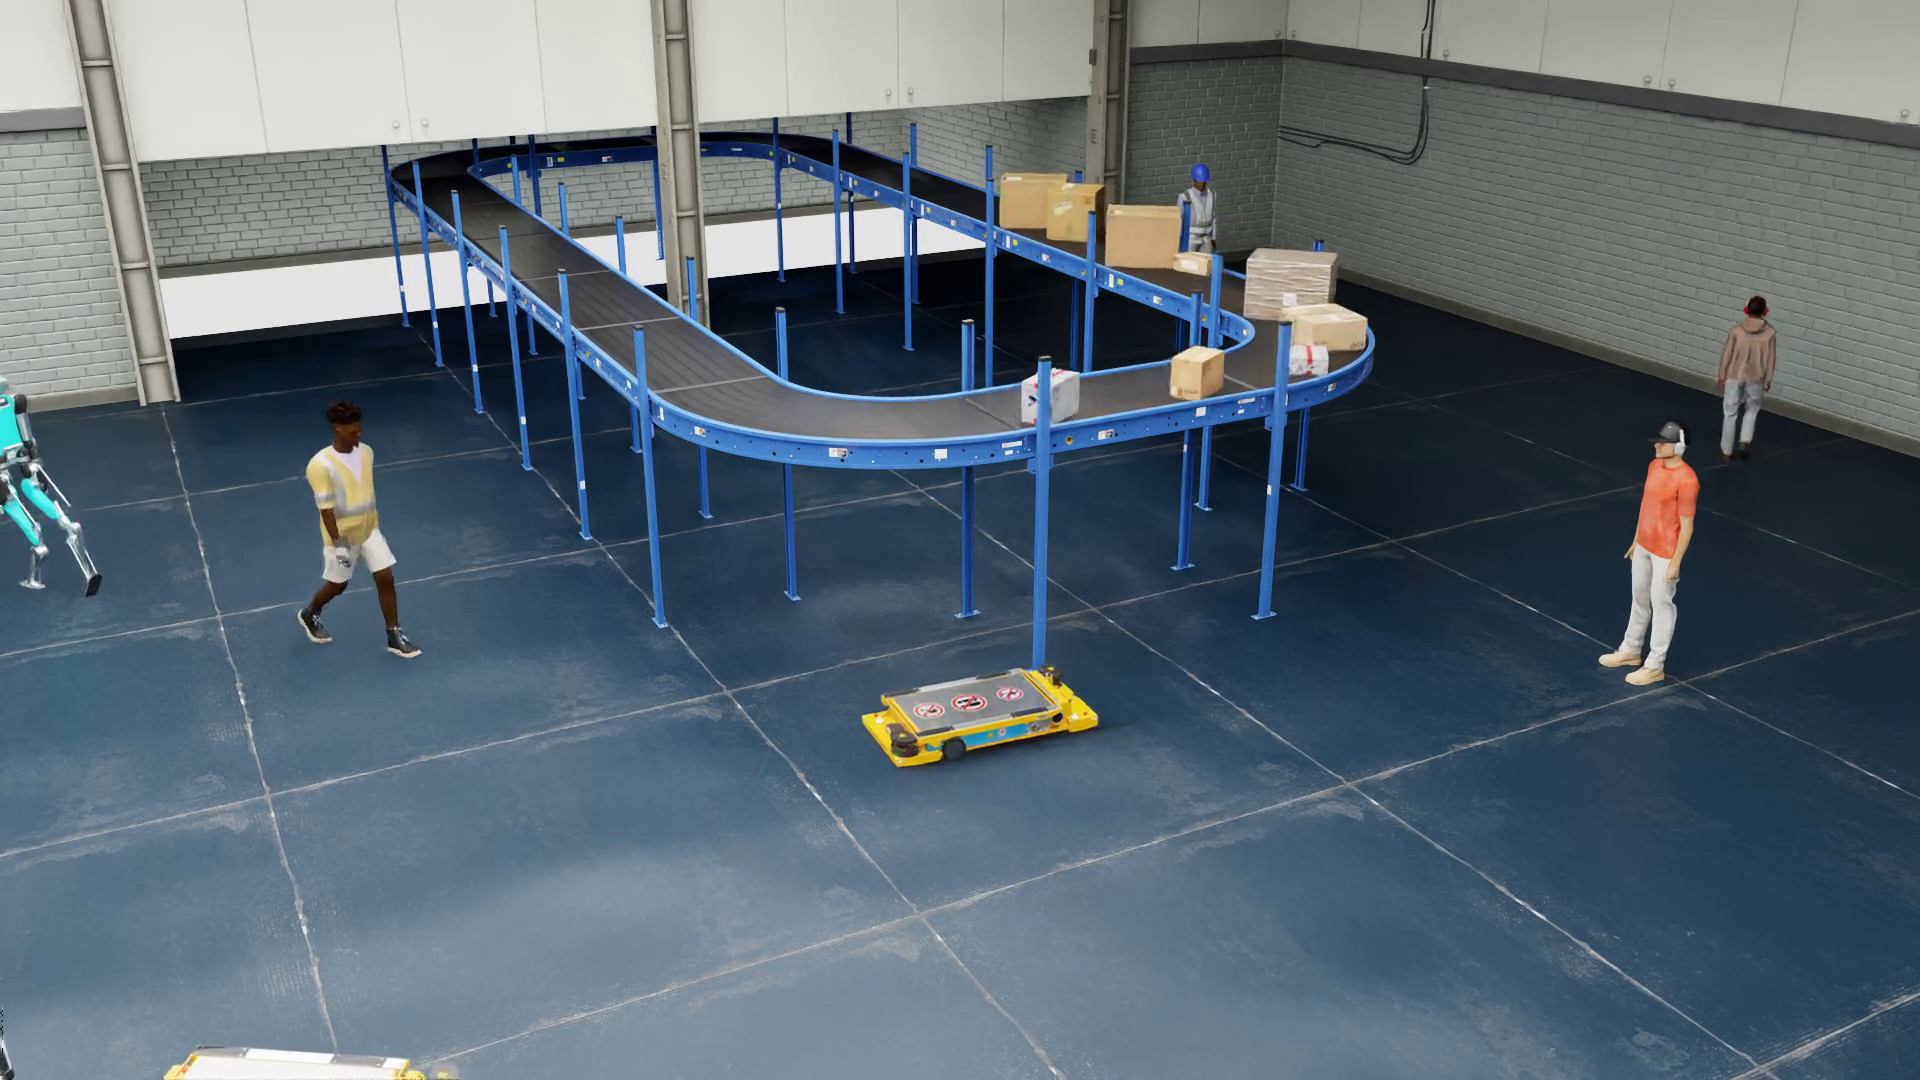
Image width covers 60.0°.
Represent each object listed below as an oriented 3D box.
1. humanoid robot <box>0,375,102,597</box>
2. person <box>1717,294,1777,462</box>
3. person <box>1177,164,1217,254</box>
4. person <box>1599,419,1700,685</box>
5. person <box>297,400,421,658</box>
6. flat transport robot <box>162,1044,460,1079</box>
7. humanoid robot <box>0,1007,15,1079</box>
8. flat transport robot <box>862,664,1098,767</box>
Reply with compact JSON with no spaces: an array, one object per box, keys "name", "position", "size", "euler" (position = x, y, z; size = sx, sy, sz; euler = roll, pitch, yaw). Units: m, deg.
[{"name":"humanoid robot","position":[-7.102,-0.372,12.864],"size":[0.988,1.757,0.546],"euler":[10,24,23]},{"name":"person","position":[7.455,-1.530,15.810],"size":[0.484,1.640,0.385],"euler":[7,23,17]},{"name":"person","position":[2.995,-3.798,21.057],"size":[0.615,1.933,0.414],"euler":[-12,25,-28]},{"name":"person","position":[4.797,0.081,11.489],"size":[0.409,1.912,0.475],"euler":[-5,23,-12]},{"name":"person","position":[-4.404,-0.093,11.905],"size":[0.934,1.926,0.583],"euler":[12,25,26]},{"name":"flat transport robot","position":[-3.018,2.599,7.452],"size":[1.431,0.231,0.659],"euler":[2,22,5]},{"name":"humanoid robot","position":[-4.096,2.170,6.564],"size":[0.661,1.807,0.540],"euler":[14,26,32]},{"name":"flat transport robot","position":[0.131,1.156,11.018],"size":[1.431,0.231,0.659],"euler":[-9,24,-21]}]
